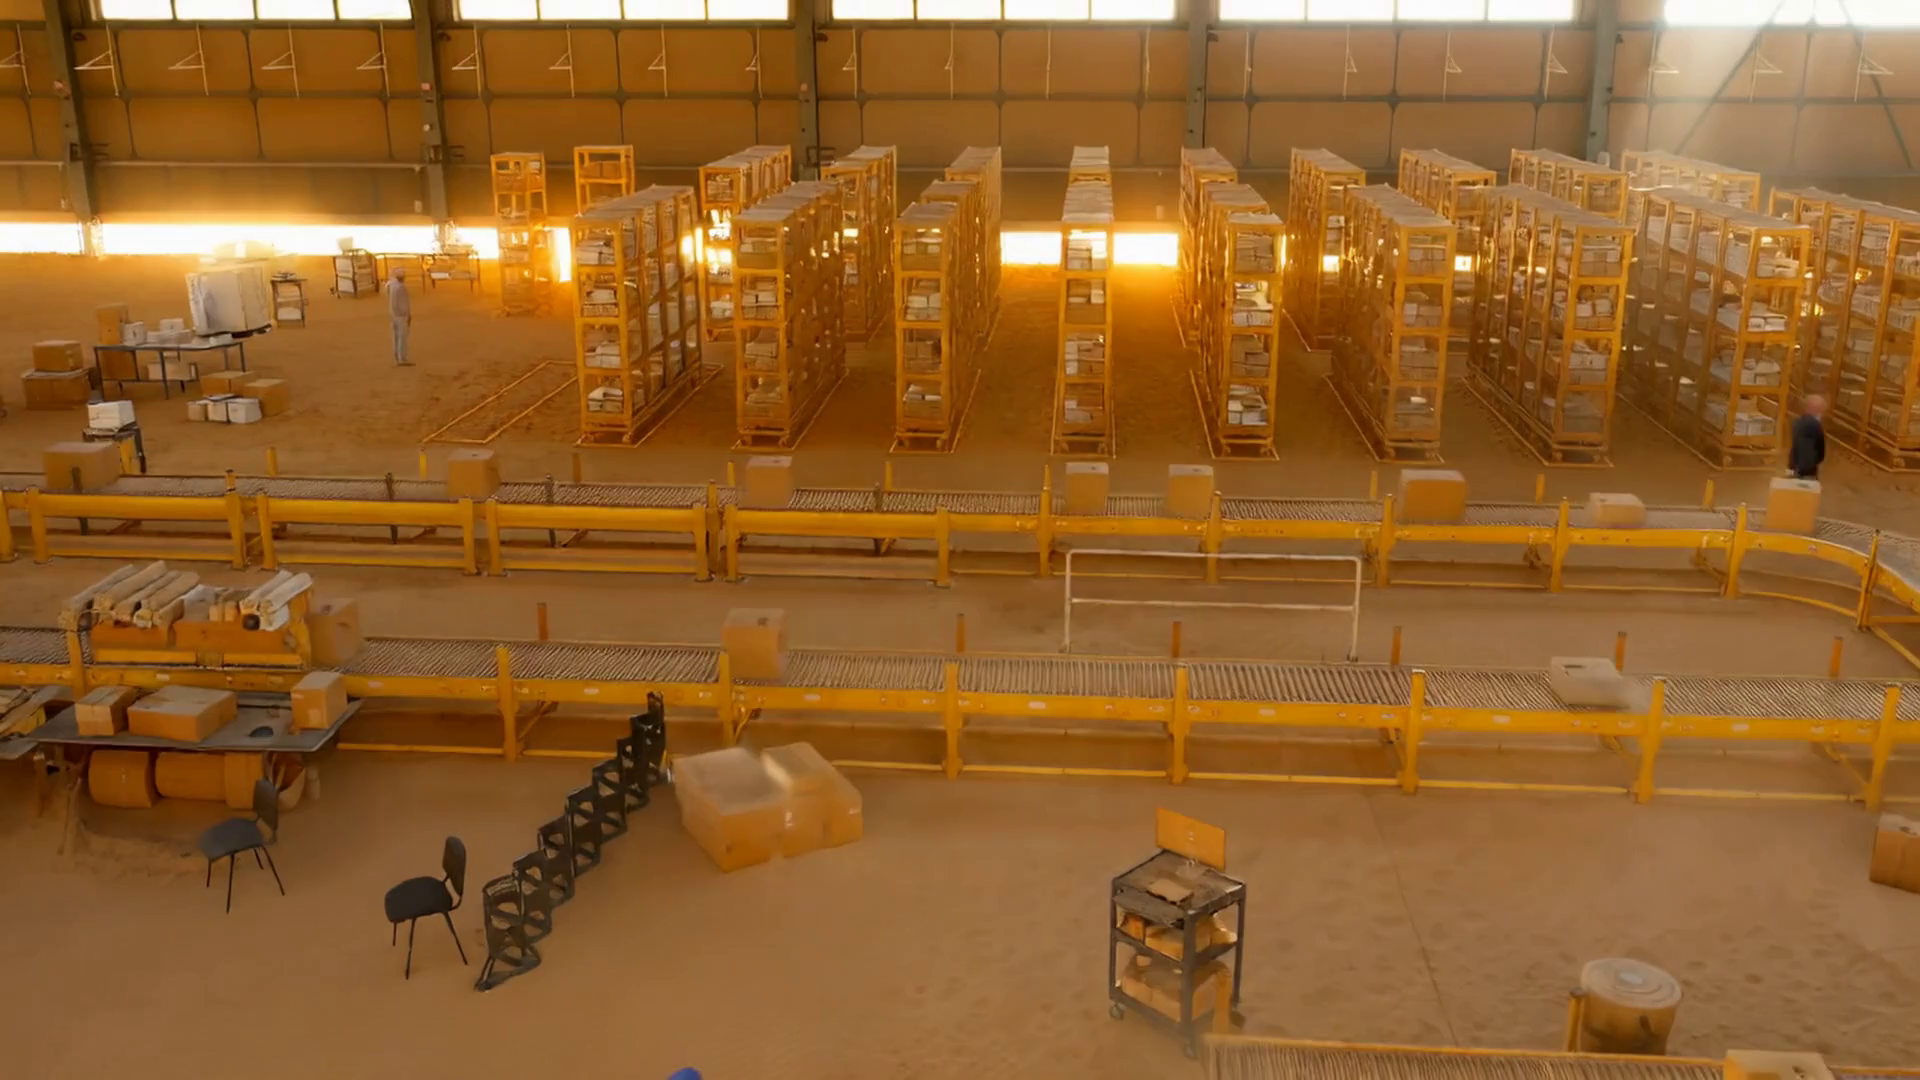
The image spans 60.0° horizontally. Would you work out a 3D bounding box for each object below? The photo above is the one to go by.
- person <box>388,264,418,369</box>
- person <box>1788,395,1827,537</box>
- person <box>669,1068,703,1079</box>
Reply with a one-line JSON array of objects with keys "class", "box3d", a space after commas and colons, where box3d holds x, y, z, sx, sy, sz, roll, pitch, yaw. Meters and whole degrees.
[{"class": "person", "box3d": [-10.719, -4.289, 31.903, 0.397, 1.992, 0.621, -14, 22, -38]}, {"class": "person", "box3d": [10.874, -0.956, 21.494, 0.486, 1.891, 0.655, 3, 18, 10]}, {"class": "person", "box3d": [-1.289, 3.342, 8.131, 0.549, 1.713, 0.895, 10, 20, 29]}]
